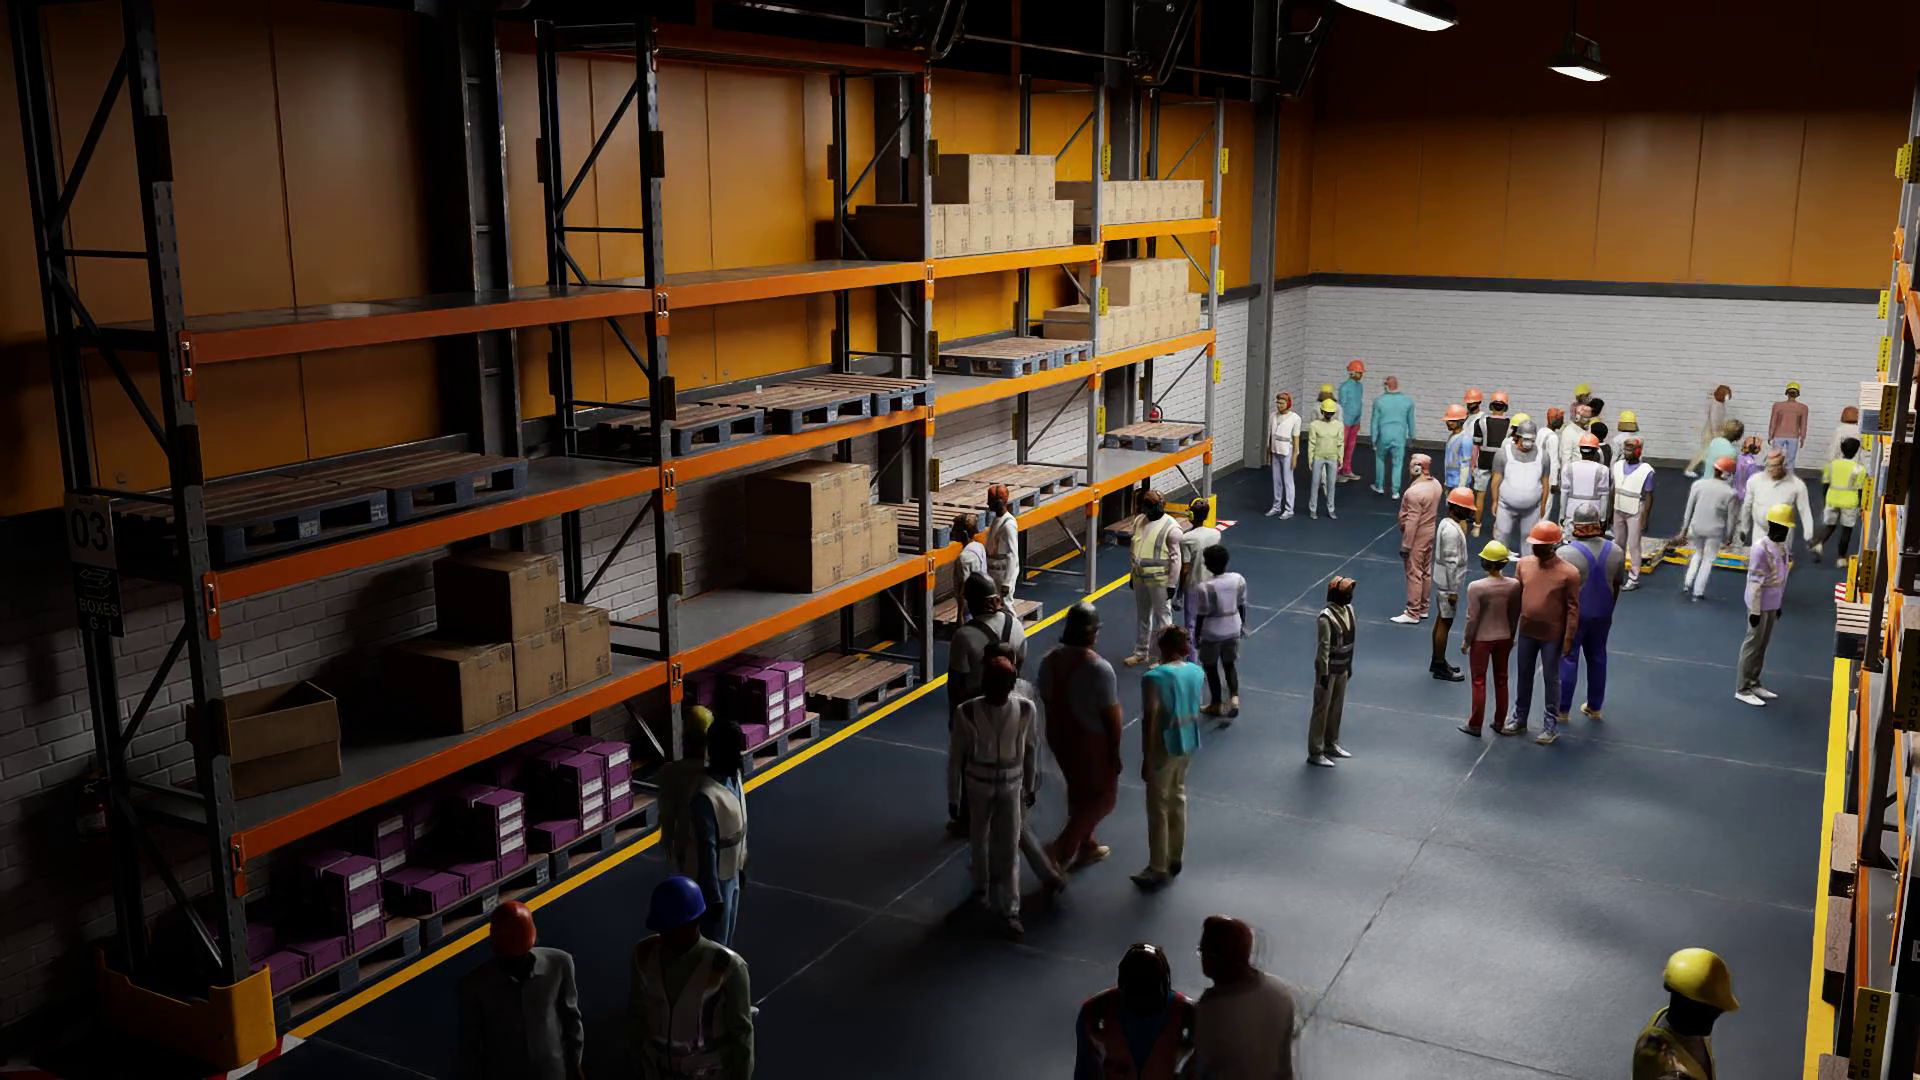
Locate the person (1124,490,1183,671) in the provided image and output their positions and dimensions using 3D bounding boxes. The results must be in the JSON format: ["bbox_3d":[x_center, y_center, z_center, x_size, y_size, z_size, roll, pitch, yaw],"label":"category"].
[{"bbox_3d":[1.933,0.400,16.763,0.429,1.846,0.633,-11,17,-40],"label":"person"}]

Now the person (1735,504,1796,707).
[{"bbox_3d":[7.623,0.596,15.705,0.590,1.923,0.383,-12,17,-43],"label":"person"}]

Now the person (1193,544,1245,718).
[{"bbox_3d":[2.388,0.847,15.156,0.574,1.667,0.533,-6,14,-26],"label":"person"}]

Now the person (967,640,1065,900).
[{"bbox_3d":[0.396,1.597,11.518,0.888,1.813,0.523,11,16,39],"label":"person"}]

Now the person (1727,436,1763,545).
[{"bbox_3d":[10.097,-0.531,21.416,0.319,1.631,0.524,2,13,7],"label":"person"}]

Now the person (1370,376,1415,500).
[{"bbox_3d":[6.663,-1.590,25.613,0.732,1.872,0.877,1,13,6],"label":"person"}]

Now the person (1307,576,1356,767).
[{"bbox_3d":[3.173,1.101,14.115,0.315,1.630,0.515,10,16,39],"label":"person"}]

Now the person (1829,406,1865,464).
[{"bbox_3d":[12.926,-1.153,24.238,0.516,1.615,0.691,-2,13,-7],"label":"person"}]

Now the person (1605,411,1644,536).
[{"bbox_3d":[9.128,-0.909,22.866,0.485,1.737,0.320,-4,13,-16],"label":"person"}]

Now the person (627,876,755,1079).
[{"bbox_3d":[-1.225,2.417,7.497,0.615,1.945,0.404,5,13,20],"label":"person"}]

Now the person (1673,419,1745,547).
[{"bbox_3d":[9.537,-0.601,21.101,0.629,1.907,0.669,1,13,4],"label":"person"}]

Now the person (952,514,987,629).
[{"bbox_3d":[0.088,0.655,15.651,0.352,1.837,0.502,4,13,18],"label":"person"}]

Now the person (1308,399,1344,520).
[{"bbox_3d":[5.264,-1.161,23.947,0.525,1.760,0.340,0,13,-1],"label":"person"}]

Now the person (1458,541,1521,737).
[{"bbox_3d":[4.710,0.876,14.800,0.533,1.772,0.296,-4,13,-16],"label":"person"}]

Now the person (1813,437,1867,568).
[{"bbox_3d":[11.117,-0.462,20.975,0.428,1.684,0.542,-9,15,-35],"label":"person"}]

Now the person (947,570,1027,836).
[{"bbox_3d":[0.150,1.216,12.666,0.681,2.000,0.535,-10,16,-38],"label":"person"}]

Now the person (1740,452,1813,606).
[{"bbox_3d":[9.314,-0.091,18.967,0.755,1.840,1.012,7,14,29],"label":"person"}]

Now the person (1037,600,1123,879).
[{"bbox_3d":[0.842,1.408,11.803,0.757,2.000,0.703,-11,16,-39],"label":"person"}]

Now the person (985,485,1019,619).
[{"bbox_3d":[0.417,0.360,16.849,0.354,1.886,0.572,-3,13,-13],"label":"person"}]

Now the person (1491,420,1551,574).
[{"bbox_3d":[6.816,-0.476,20.238,0.684,2.000,0.537,2,13,10],"label":"person"}]

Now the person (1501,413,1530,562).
[{"bbox_3d":[7.127,-0.680,21.438,0.395,1.918,0.585,1,13,7],"label":"person"}]

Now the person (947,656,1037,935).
[{"bbox_3d":[0.227,1.686,11.014,0.614,1.831,0.975,-1,13,-6],"label":"person"}]

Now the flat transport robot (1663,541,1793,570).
[{"bbox_3d":[9.777,0.208,21.172,1.431,0.197,0.652,8,15,33],"label":"flat transport robot"}]

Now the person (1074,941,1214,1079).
[{"bbox_3d":[0.776,2.568,7.095,0.618,1.836,0.431,3,13,15],"label":"person"}]

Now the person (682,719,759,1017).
[{"bbox_3d":[-1.399,1.954,9.650,0.391,1.914,0.587,1,13,6],"label":"person"}]

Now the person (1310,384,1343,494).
[{"bbox_3d":[5.724,-1.592,26.021,0.496,1.690,0.905,0,13,2],"label":"person"}]

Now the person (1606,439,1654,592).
[{"bbox_3d":[8.017,-0.303,19.943,0.434,1.833,0.584,-7,14,-27],"label":"person"}]

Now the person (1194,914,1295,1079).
[{"bbox_3d":[1.084,2.508,7.287,0.950,1.859,0.652,12,17,44],"label":"person"}]

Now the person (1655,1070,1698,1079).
[{"bbox_3d":[2.464,2.780,5.897,0.372,1.939,0.631,-5,13,-21],"label":"person"}]

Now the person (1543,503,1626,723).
[{"bbox_3d":[5.651,0.650,15.198,0.673,2.000,0.536,-2,13,-10],"label":"person"}]

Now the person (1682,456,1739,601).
[{"bbox_3d":[8.789,-0.135,19.426,0.482,1.722,0.583,-10,16,-39],"label":"person"}]

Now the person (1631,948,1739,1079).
[{"bbox_3d":[2.927,2.573,6.851,0.369,1.925,0.586,8,15,33],"label":"person"}]

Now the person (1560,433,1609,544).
[{"bbox_3d":[7.396,-0.304,19.725,0.542,1.928,0.375,7,14,29],"label":"person"}]

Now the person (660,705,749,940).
[{"bbox_3d":[-1.584,1.880,10.331,0.559,1.746,0.411,1,13,4],"label":"person"}]

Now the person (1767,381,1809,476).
[{"bbox_3d":[12.863,-1.589,25.876,0.534,1.756,0.342,4,13,19],"label":"person"}]

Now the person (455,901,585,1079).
[{"bbox_3d":[-2.021,2.475,7.720,0.576,1.736,0.355,-7,14,-27],"label":"person"}]

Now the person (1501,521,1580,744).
[{"bbox_3d":[5.106,0.800,14.633,0.389,1.990,0.622,-11,17,-41],"label":"person"}]

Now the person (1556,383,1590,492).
[{"bbox_3d":[9.575,-1.566,25.821,0.870,1.721,0.541,-7,14,-28],"label":"person"}]

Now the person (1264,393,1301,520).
[{"bbox_3d":[4.683,-1.221,24.032,0.392,1.838,0.561,-8,15,-32],"label":"person"}]

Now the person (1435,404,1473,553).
[{"bbox_3d":[6.363,-0.738,21.440,0.416,2.035,0.609,-1,13,-3],"label":"person"}]

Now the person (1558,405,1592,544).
[{"bbox_3d":[8.304,-0.877,22.380,0.653,1.894,0.401,-11,17,-40],"label":"person"}]

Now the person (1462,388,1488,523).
[{"bbox_3d":[7.310,-1.210,23.783,0.388,1.930,0.544,-6,14,-24],"label":"person"}]

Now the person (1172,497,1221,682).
[{"bbox_3d":[2.303,0.501,16.249,0.514,1.873,0.329,-8,15,-32],"label":"person"}]

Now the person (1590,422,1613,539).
[{"bbox_3d":[8.497,-0.731,22.174,0.321,1.694,0.534,12,17,43],"label":"person"}]

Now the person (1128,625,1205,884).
[{"bbox_3d":[1.454,1.524,11.829,0.777,1.801,0.398,-11,17,-41],"label":"person"}]

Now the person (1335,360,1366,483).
[{"bbox_3d":[6.315,-1.915,26.838,0.629,1.982,0.425,-12,17,-43],"label":"person"}]

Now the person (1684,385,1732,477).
[{"bbox_3d":[12.198,-1.756,26.998,0.510,1.586,0.709,-10,16,-37],"label":"person"}]

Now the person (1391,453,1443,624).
[{"bbox_3d":[5.071,-0.020,18.495,0.411,1.911,0.643,10,16,37],"label":"person"}]

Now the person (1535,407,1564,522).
[{"bbox_3d":[7.861,-0.842,22.259,0.374,1.879,0.584,0,13,0],"label":"person"}]

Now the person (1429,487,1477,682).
[{"bbox_3d":[4.875,0.425,16.463,0.373,1.928,0.543,2,13,11],"label":"person"}]

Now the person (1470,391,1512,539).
[{"bbox_3d":[7.288,-1.020,22.717,0.612,2.029,0.409,3,13,11],"label":"person"}]
